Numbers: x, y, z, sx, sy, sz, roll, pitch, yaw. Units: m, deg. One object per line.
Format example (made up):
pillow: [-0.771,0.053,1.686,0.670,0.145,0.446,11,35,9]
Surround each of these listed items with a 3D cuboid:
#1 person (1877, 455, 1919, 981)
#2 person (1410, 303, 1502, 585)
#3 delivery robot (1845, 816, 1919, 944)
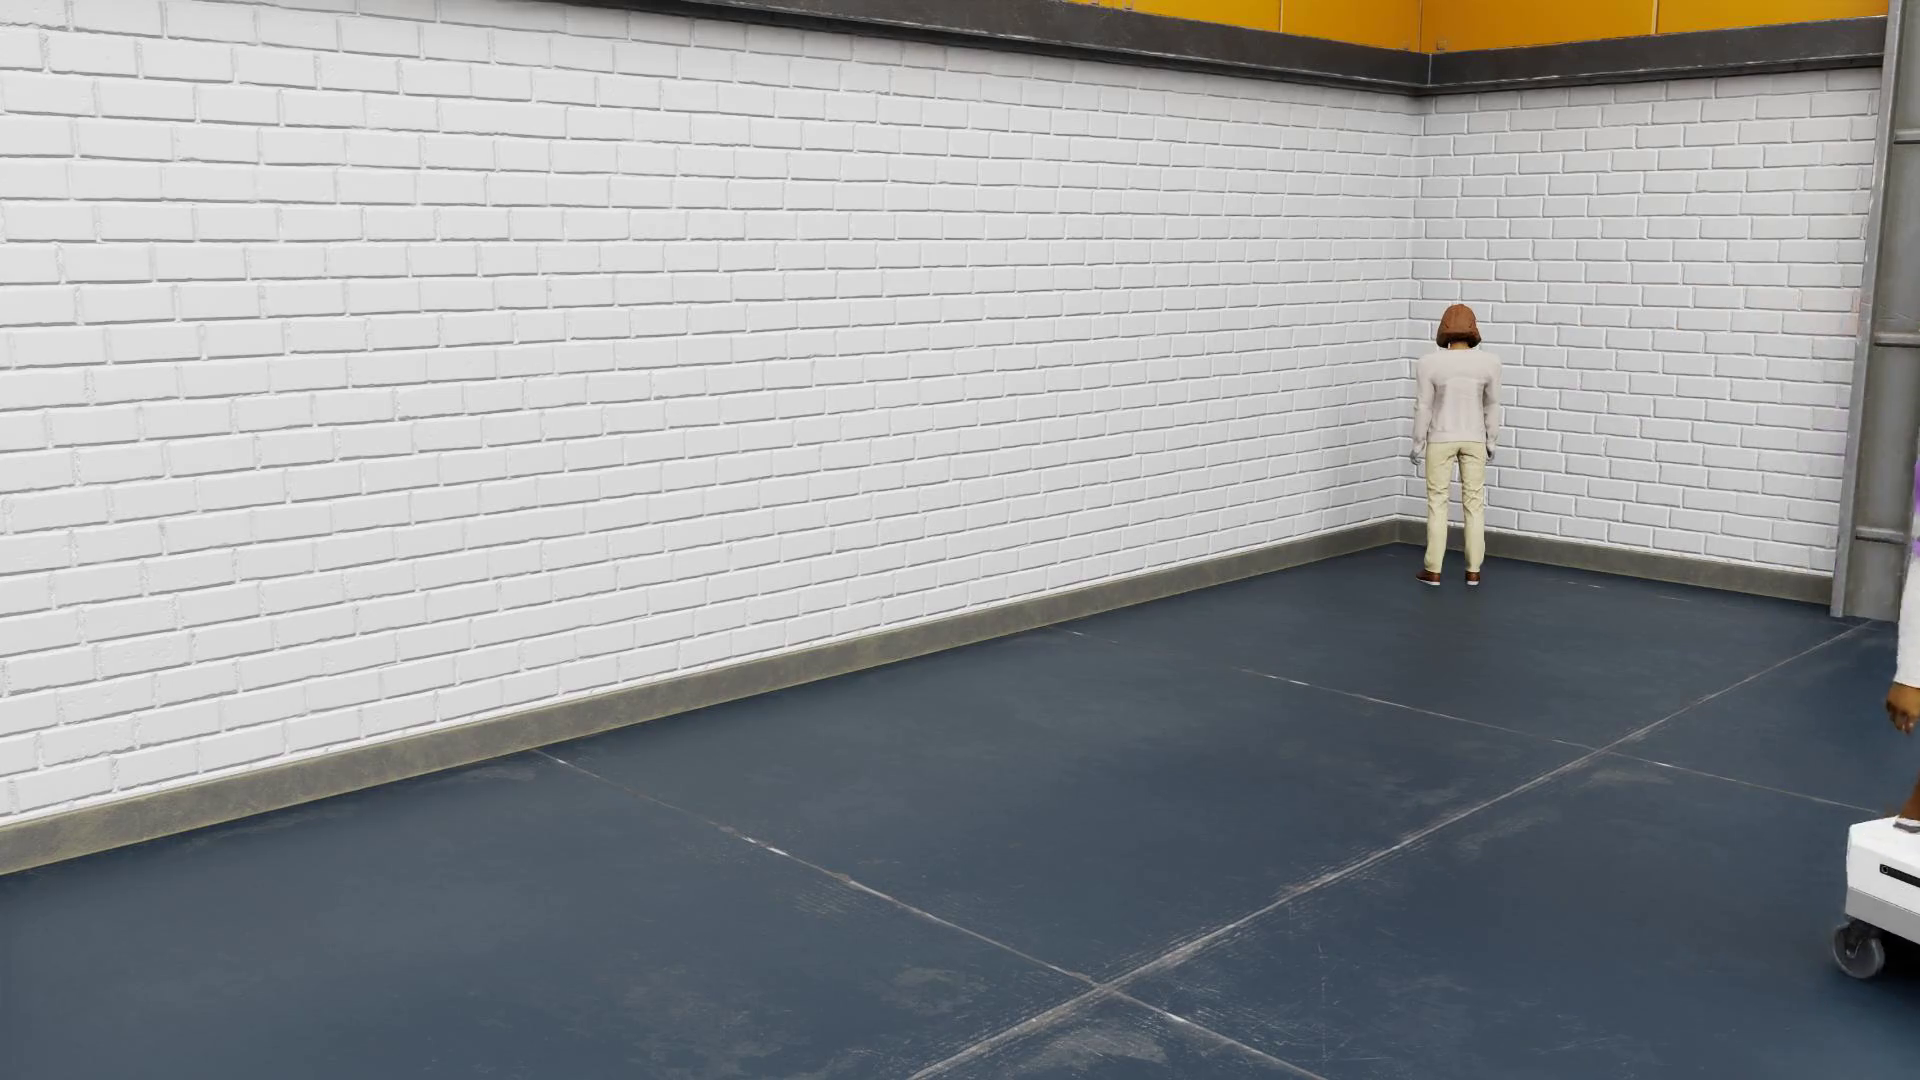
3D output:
person: [2.728,0.308,4.214,0.573,1.908,0.798,-8,13,-38]
person: [2.863,-0.546,9.633,0.498,1.633,0.279,0,10,2]
delivery robot: [2.683,0.924,4.305,0.477,0.478,0.707,-4,11,-23]
